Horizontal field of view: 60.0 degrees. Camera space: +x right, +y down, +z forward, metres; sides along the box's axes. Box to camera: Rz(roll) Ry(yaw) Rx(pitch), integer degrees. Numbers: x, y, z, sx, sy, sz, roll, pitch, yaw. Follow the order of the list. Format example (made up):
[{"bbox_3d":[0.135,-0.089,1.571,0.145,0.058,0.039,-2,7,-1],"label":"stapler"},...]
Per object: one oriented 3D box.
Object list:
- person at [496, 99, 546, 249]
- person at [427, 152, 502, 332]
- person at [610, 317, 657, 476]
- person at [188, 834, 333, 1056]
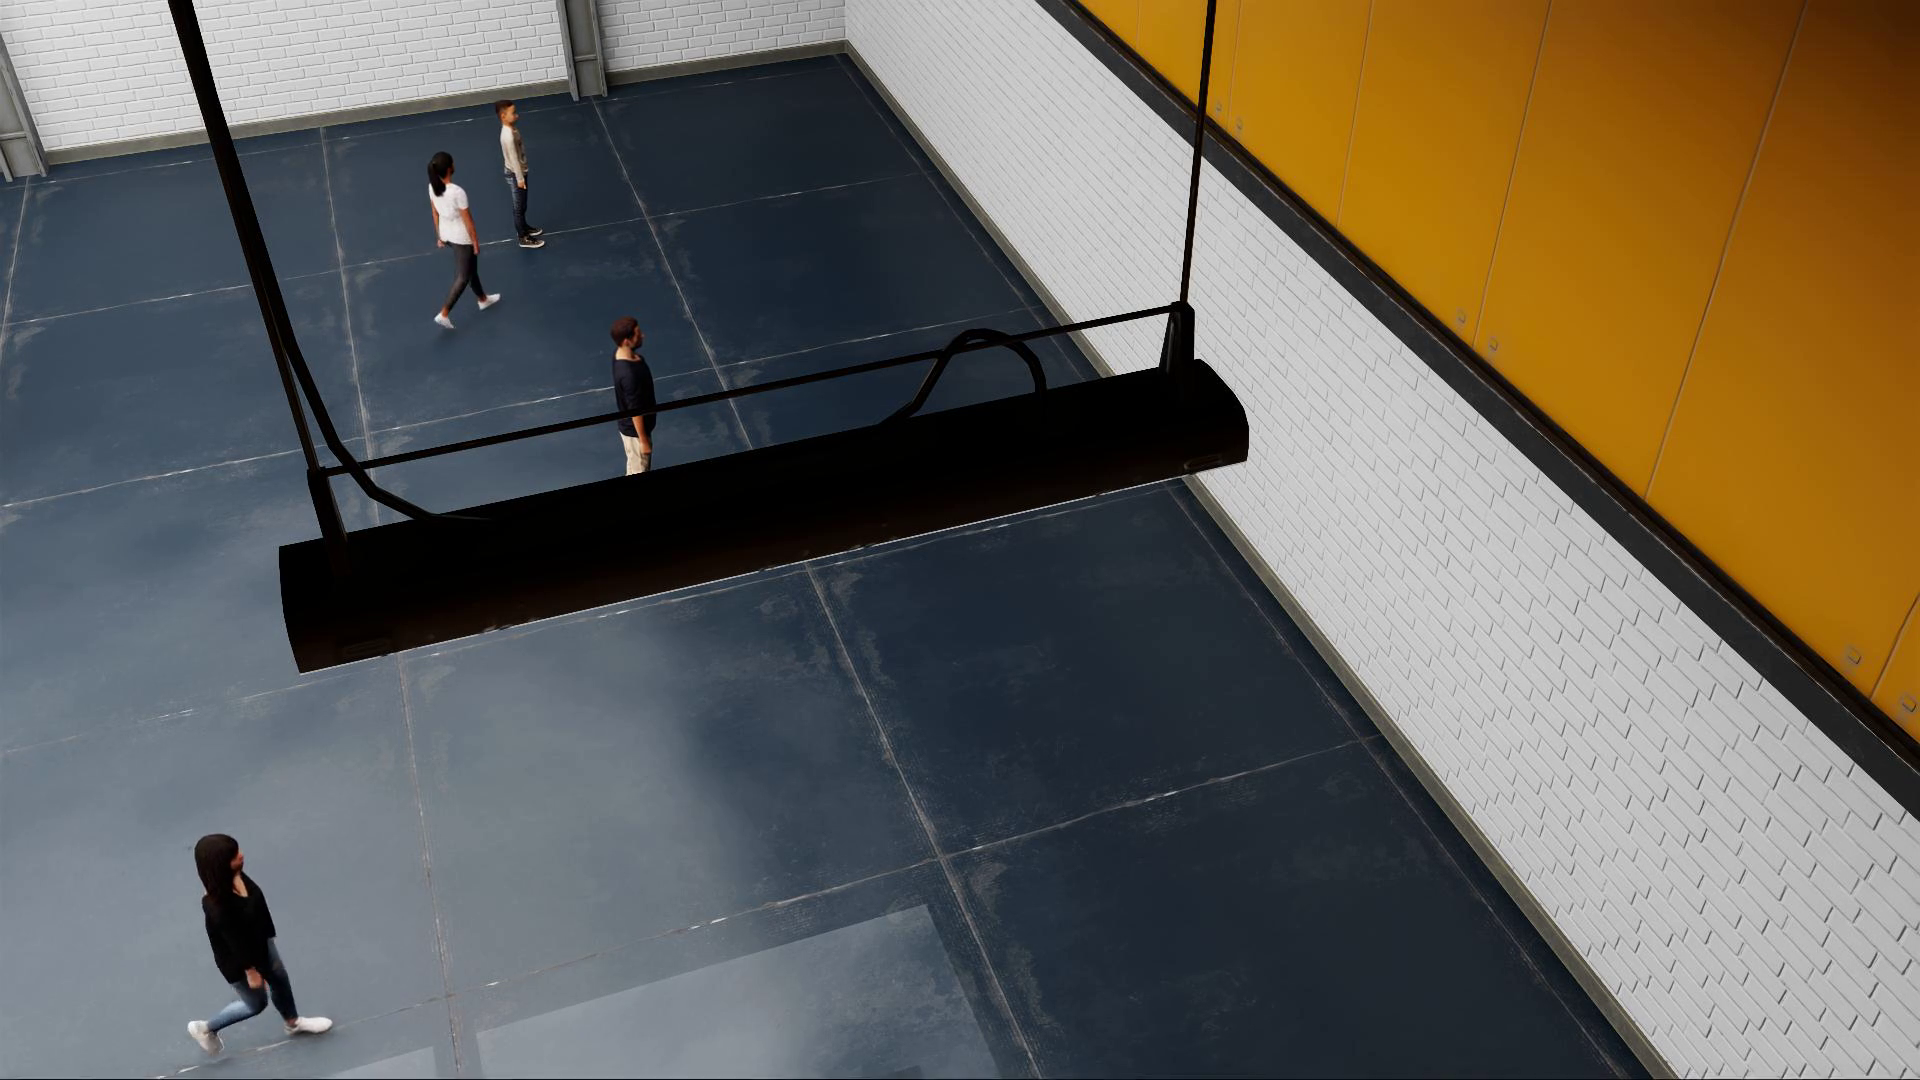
[{"bbox_3d":[-4.311,-3.572,16.156,0.523,1.462,0.579,-8,39,-10],"label":"person"},{"bbox_3d":[-4.547,-2.651,14.878,0.981,1.619,1.120,22,44,25],"label":"person"},{"bbox_3d":[-2.435,-0.855,12.440,0.545,1.854,0.633,-11,40,-13],"label":"person"},{"bbox_3d":[-3.863,2.186,8.814,0.966,1.628,0.693,-5,39,-6],"label":"person"}]
